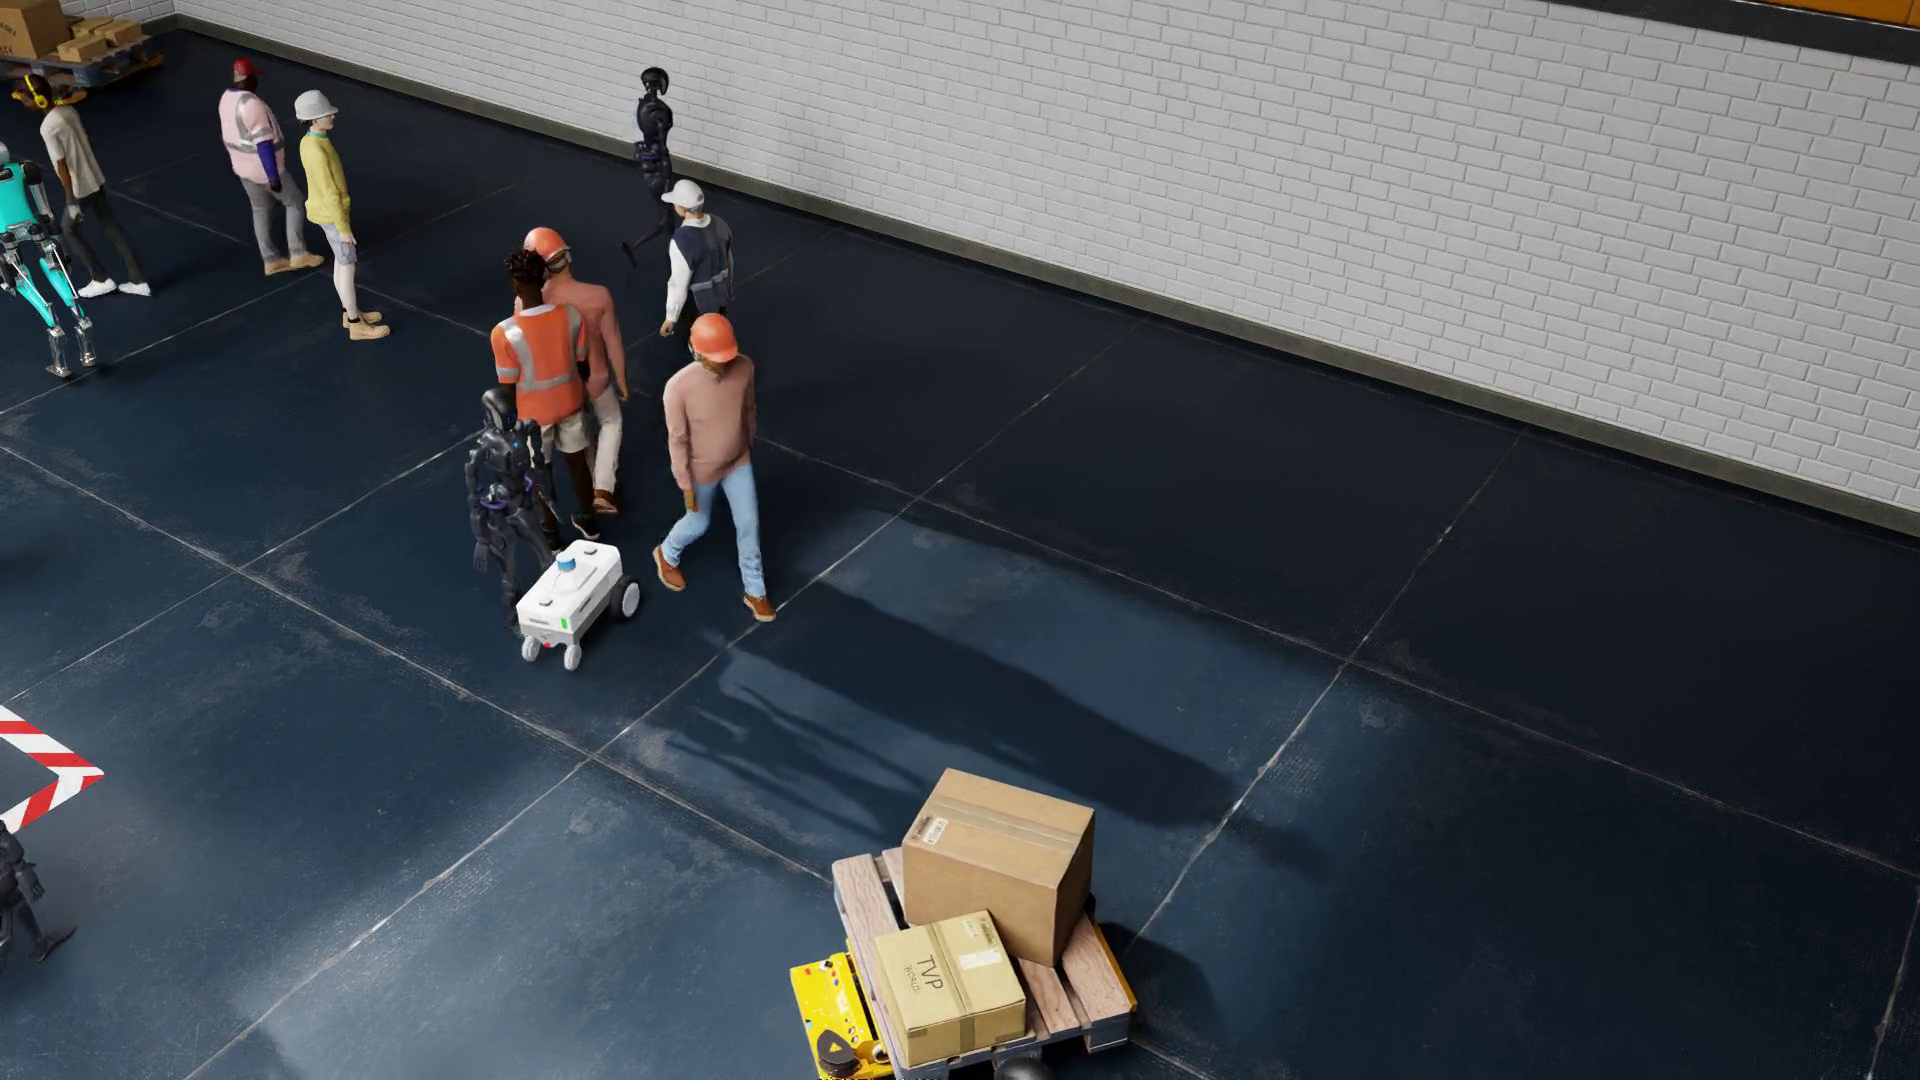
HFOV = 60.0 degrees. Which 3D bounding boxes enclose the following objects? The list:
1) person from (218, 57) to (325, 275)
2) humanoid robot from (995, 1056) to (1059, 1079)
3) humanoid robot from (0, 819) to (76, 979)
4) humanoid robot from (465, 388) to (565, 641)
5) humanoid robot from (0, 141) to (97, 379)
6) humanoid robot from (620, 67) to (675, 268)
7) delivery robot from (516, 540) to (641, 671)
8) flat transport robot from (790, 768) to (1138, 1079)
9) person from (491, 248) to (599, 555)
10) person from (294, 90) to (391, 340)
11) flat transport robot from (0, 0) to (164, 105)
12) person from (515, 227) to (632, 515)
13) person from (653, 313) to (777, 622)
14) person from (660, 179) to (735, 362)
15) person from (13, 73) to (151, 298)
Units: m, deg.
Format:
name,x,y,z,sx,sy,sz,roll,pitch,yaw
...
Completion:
name,x,y,z,sx,sy,sz,roll,pitch,yaw
person,-5.491,-2.951,13.222,0.644,1.715,0.549,25,42,31
humanoid robot,0.230,2.369,5.653,0.327,1.642,0.593,13,37,18
humanoid robot,-4.292,1.376,7.108,0.589,1.636,0.750,13,37,18
humanoid robot,-2.491,-0.143,9.243,0.377,1.635,0.609,21,40,27
humanoid robot,-6.407,-1.892,11.571,0.533,1.677,0.735,-28,44,-34
humanoid robot,-2.507,-2.976,13.308,0.637,1.634,0.612,-15,38,-20
delivery robot,-2.213,0.324,9.567,0.499,0.613,0.790,11,36,15
flat transport robot,0.010,1.985,7.427,1.431,0.231,0.659,-10,36,-14
person,-2.465,-0.815,9.965,0.606,1.954,0.387,-27,43,-33
person,-4.601,-2.379,12.251,0.385,1.892,0.472,-16,38,-22
flat transport robot,-8.997,-4.829,17.164,0.659,0.231,1.431,11,36,15
person,-2.338,-0.972,10.182,0.634,1.954,0.513,0,35,0
person,-1.431,-0.480,9.494,0.622,1.963,0.852,-23,41,-30
person,-1.746,-1.612,11.267,0.434,1.758,0.746,17,38,22
person,-6.769,-2.688,12.736,0.676,1.831,0.645,1,35,2
